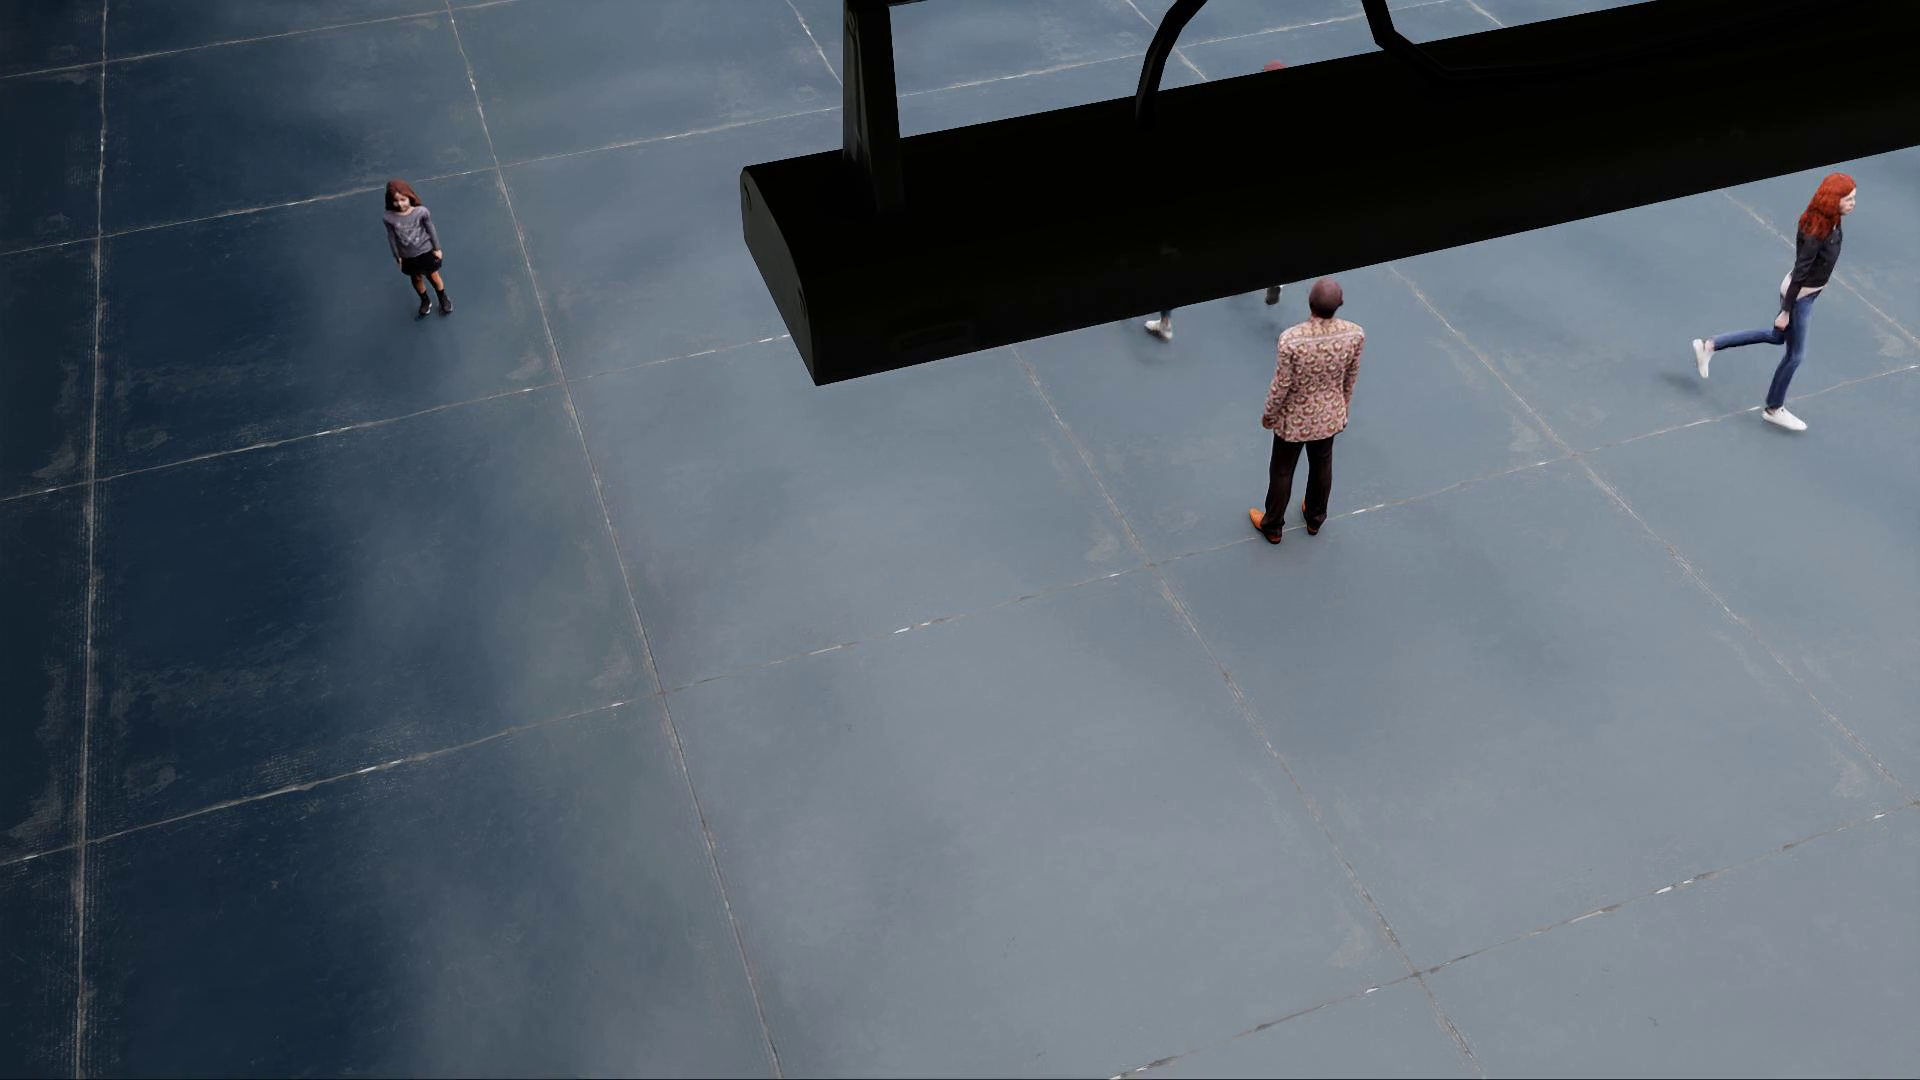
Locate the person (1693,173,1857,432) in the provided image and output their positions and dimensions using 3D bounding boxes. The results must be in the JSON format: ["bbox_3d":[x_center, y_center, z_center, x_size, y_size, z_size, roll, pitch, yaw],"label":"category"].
[{"bbox_3d":[5.193,-1.531,10.501,1.170,1.761,0.926,32,52,29],"label":"person"}]

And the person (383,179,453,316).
[{"bbox_3d":[-3.772,-2.046,11.537,0.499,1.099,0.510,-9,44,-9],"label":"person"}]

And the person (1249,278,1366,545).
[{"bbox_3d":[2.013,-0.733,9.611,0.701,1.808,0.620,-9,44,-9],"label":"person"}]
